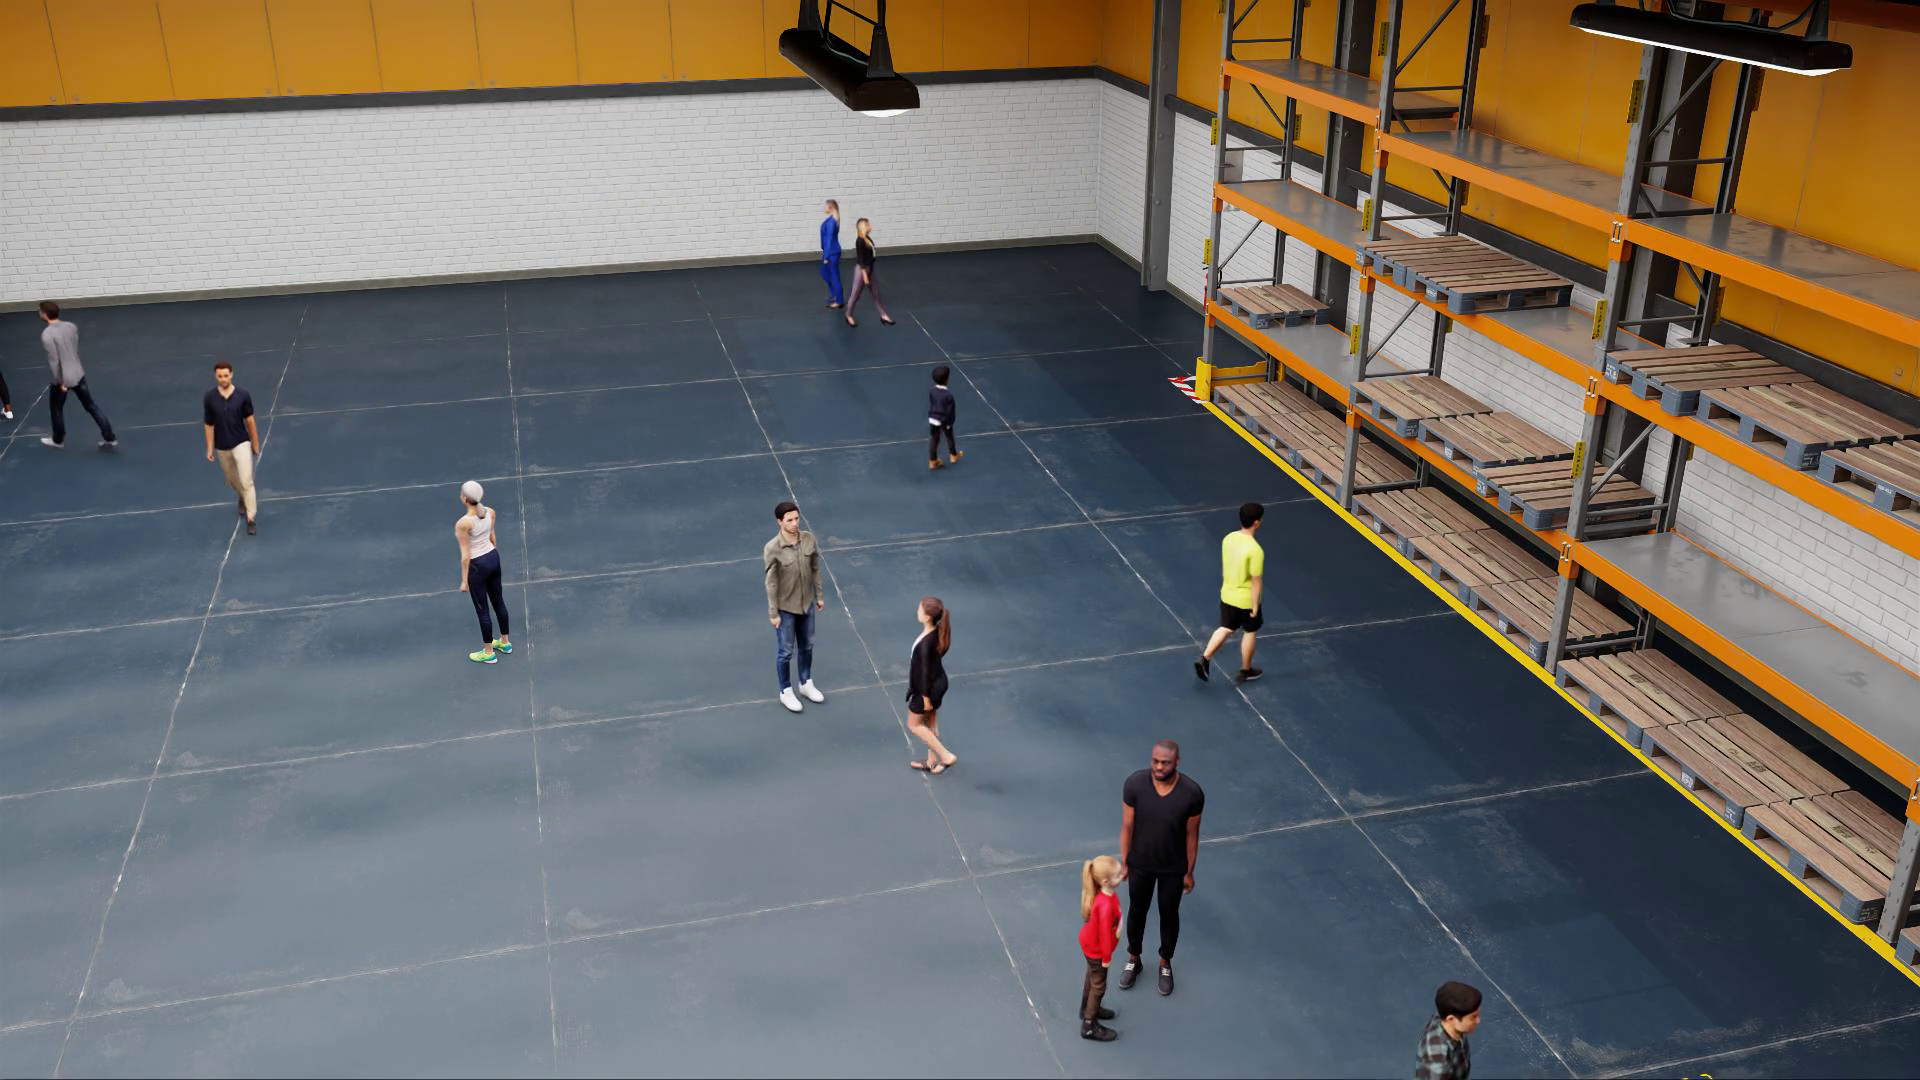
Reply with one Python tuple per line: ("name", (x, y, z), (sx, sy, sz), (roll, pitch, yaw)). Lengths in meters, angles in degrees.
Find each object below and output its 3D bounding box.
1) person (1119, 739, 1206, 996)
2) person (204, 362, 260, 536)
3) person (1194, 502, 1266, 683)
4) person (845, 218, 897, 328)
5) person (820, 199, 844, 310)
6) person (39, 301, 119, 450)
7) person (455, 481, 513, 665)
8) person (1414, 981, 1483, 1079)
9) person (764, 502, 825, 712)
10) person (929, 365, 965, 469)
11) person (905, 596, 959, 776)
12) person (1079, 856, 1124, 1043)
("person", (1.268, 2.057, 10.615), (0.751, 1.819, 0.752), (6, 24, 14))
("person", (-7.711, -1.018, 17.649), (0.660, 1.820, 1.165), (-5, 24, -12))
("person", (2.364, 0.492, 14.360), (0.920, 1.688, 0.978), (-17, 29, -34))
("person", (-1.494, -3.885, 24.444), (1.001, 1.631, 1.053), (7, 25, 16))
("person", (-1.863, -4.377, 25.494), (0.736, 1.691, 0.580), (-1, 24, -2))
("person", (-10.460, -1.902, 19.662), (1.208, 1.828, 1.241), (9, 25, 19))
("person", (-4.251, 0.274, 14.841), (0.734, 1.702, 0.665), (12, 26, 25))
("person", (2.356, 2.985, 8.622), (0.973, 1.697, 0.937), (14, 27, 28))
("person", (-1.409, 0.534, 14.045), (0.775, 1.863, 0.738), (-18, 29, -35))
("person", (-0.254, -1.408, 19.308), (0.755, 1.207, 0.799), (15, 28, 31))
("person", (-0.174, 1.158, 13.016), (0.771, 1.544, 0.719), (10, 25, 21))
("person", (0.855, 2.498, 10.279), (0.585, 1.281, 0.476), (-1, 24, -2))
